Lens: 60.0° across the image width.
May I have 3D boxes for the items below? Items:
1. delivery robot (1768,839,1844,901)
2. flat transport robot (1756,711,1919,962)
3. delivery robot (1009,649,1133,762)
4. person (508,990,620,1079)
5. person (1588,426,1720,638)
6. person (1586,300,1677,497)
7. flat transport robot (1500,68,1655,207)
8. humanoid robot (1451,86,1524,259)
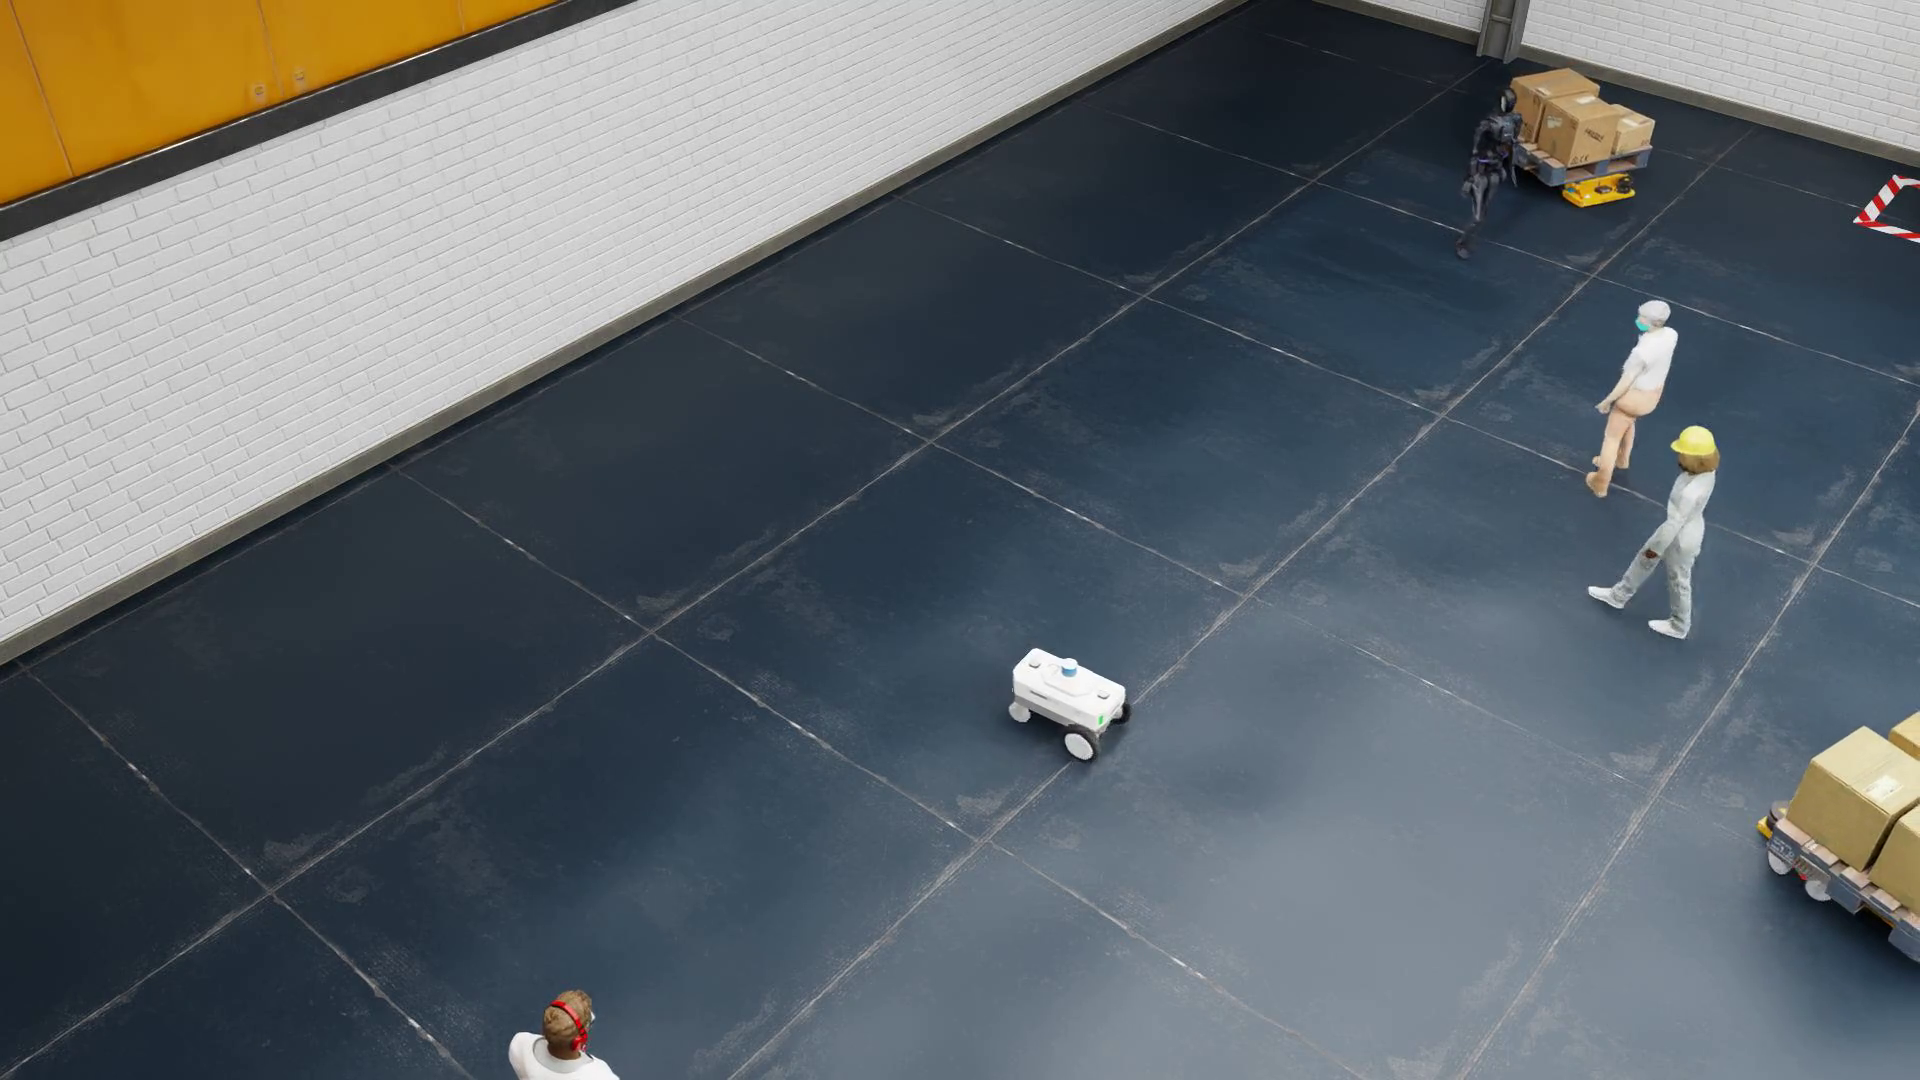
[{"bbox_3d":[5.210,1.759,9.882,0.774,0.603,0.510,-28,47,-31],"label":"delivery robot"},{"bbox_3d":[5.542,1.977,9.832,0.659,0.231,1.431,-22,44,-25],"label":"flat transport robot"},{"bbox_3d":[0.704,1.016,10.786,0.774,0.581,0.499,23,44,26],"label":"delivery robot"},{"bbox_3d":[-1.739,2.733,7.650,0.570,1.833,0.398,16,42,19],"label":"person"},{"bbox_3d":[4.741,-0.067,11.219,0.822,1.697,0.500,18,42,21],"label":"person"},{"bbox_3d":[5.083,-1.114,12.521,0.598,1.709,0.408,-27,46,-30],"label":"person"},{"bbox_3d":[6.195,-3.840,17.052,0.659,0.231,1.431,-14,41,-17],"label":"flat transport robot"},{"bbox_3d":[4.901,-3.414,15.412,0.598,1.648,0.329,-18,42,-21],"label":"humanoid robot"}]
